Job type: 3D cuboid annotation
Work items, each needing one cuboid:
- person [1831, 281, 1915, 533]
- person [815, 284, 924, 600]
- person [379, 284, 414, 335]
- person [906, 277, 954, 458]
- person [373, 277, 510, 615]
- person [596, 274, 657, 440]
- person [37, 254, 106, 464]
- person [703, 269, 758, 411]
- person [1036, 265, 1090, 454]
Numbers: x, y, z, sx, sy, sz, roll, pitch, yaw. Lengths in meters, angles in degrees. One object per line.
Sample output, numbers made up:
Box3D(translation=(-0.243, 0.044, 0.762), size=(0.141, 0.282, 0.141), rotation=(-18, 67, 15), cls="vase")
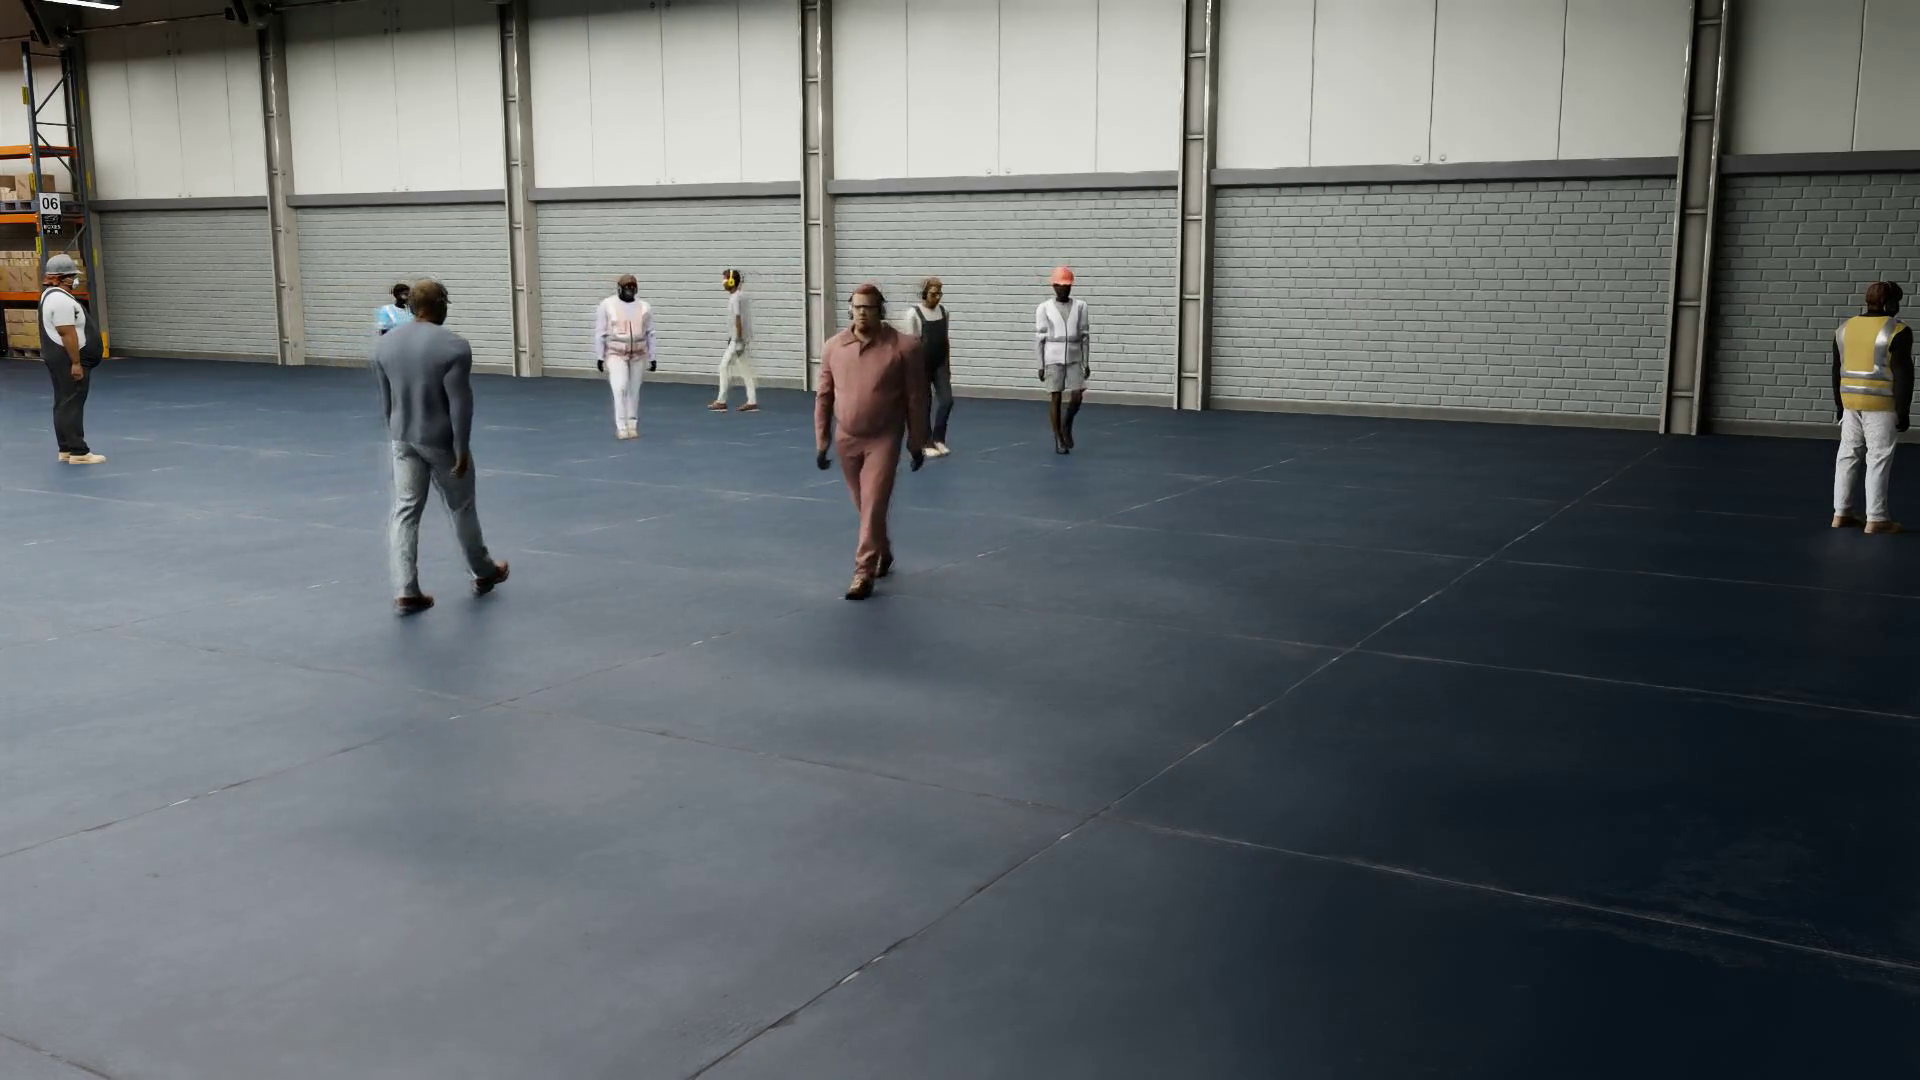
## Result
Box3D(translation=(6.714, -0.972, 12.214), size=(0.429, 1.843, 0.633), rotation=(-4, 10, -21), cls="person")
Box3D(translation=(-0.558, -0.624, 10.136), size=(0.655, 1.865, 1.005), rotation=(3, 10, 17), cls="person")
Box3D(translation=(-7.443, -2.560, 22.043), size=(0.552, 1.665, 0.593), rotation=(-9, 13, -41), cls="person")
Box3D(translation=(-0.291, -1.716, 16.635), size=(0.548, 1.817, 0.452), rotation=(-6, 12, -33), cls="person")
Box3D(translation=(-3.028, -0.566, 9.661), size=(0.652, 1.891, 0.981), rotation=(2, 10, 13), cls="person")
Box3D(translation=(-3.635, -2.005, 18.333), size=(0.657, 1.814, 0.776), rotation=(-5, 11, -27), cls="person")
Box3D(translation=(-8.683, -1.767, 16.286), size=(0.538, 2.000, 0.683), rotation=(-9, 13, -41), cls="person")
Box3D(translation=(-3.017, -2.580, 21.615), size=(0.819, 1.837, 0.570), rotation=(0, 10, 1), cls="person")
Box3D(translation=(1.060, -1.835, 17.020), size=(0.575, 1.924, 0.415), rotation=(-1, 10, -8), cls="person")
